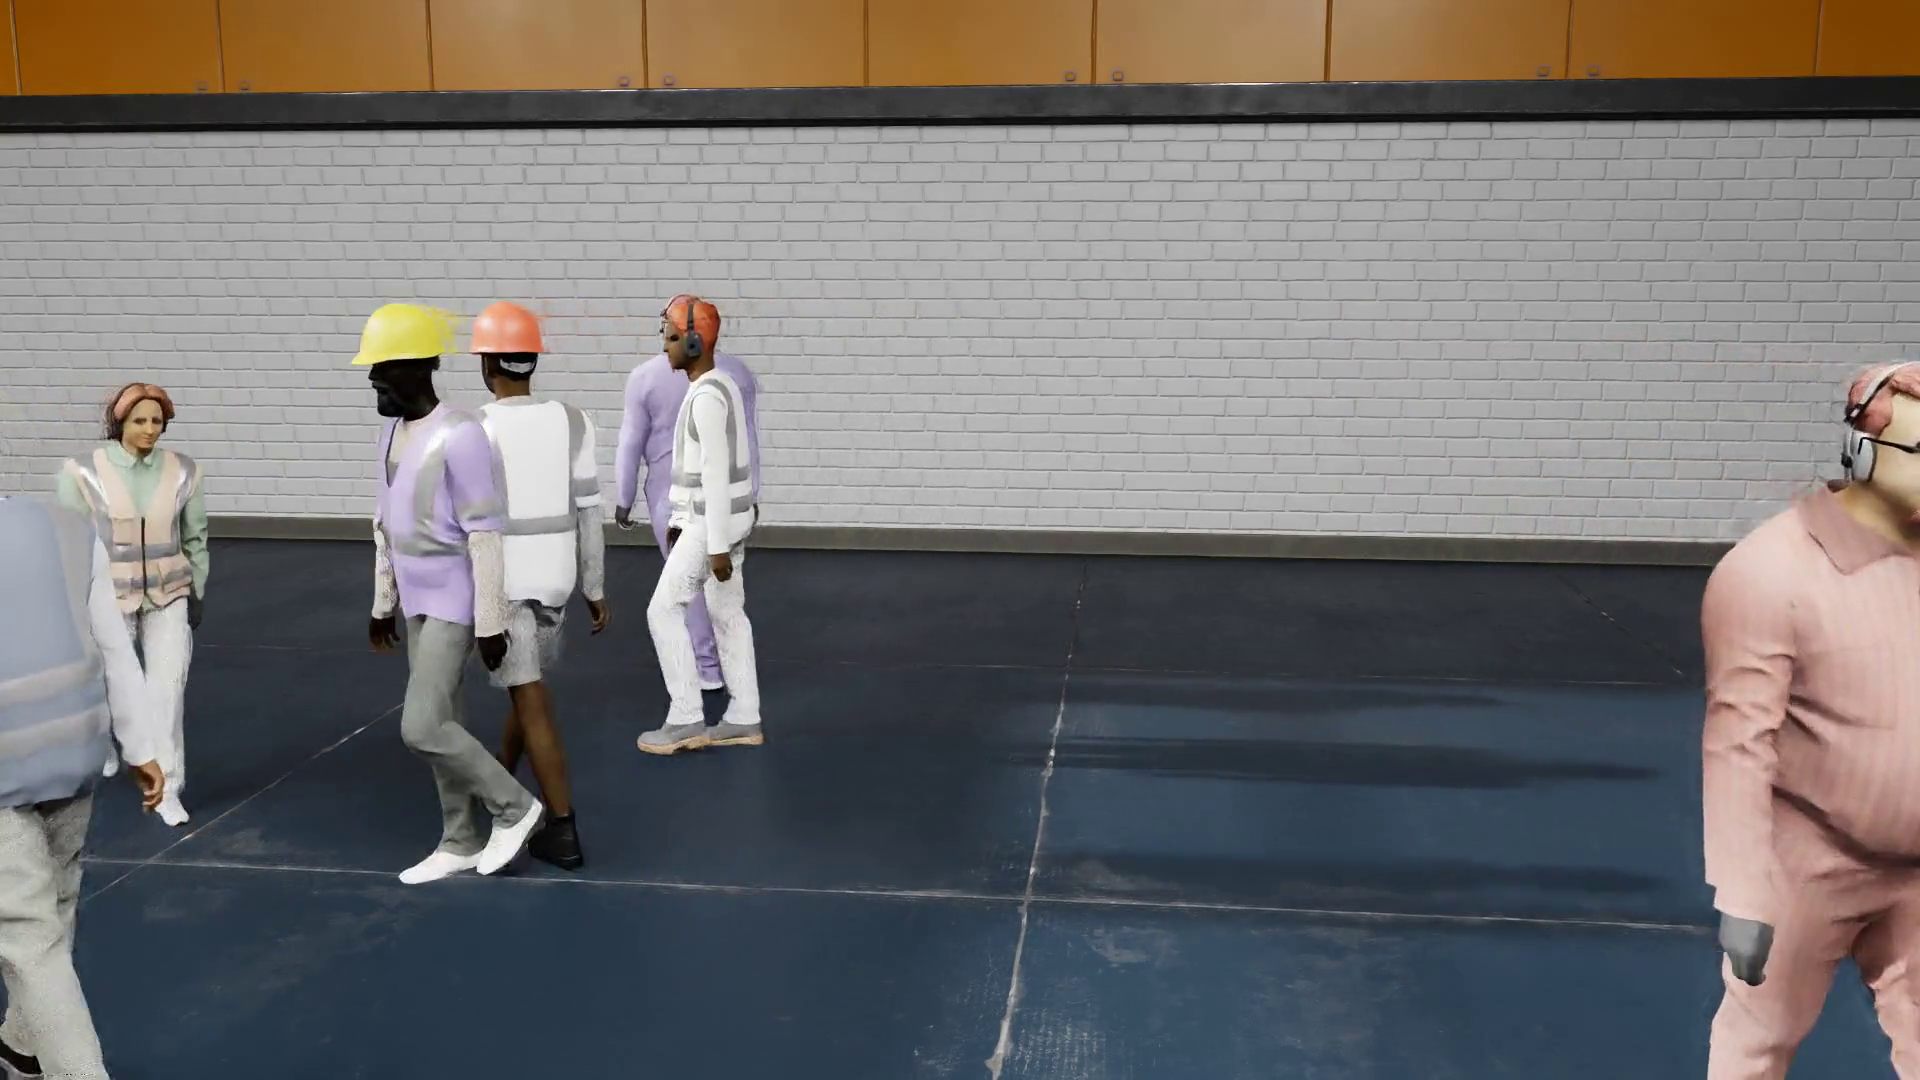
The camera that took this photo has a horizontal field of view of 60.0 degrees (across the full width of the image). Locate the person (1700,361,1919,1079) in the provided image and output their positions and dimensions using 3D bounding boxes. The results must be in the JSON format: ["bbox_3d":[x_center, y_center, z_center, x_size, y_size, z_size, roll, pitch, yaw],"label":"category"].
[{"bbox_3d":[1.700,0.622,3.025,0.681,1.864,0.927,-1,10,-6],"label":"person"}]

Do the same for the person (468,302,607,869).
[{"bbox_3d":[-1.578,0.134,5.768,0.569,1.888,0.957,-9,14,-43],"label":"person"}]

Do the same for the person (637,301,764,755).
[{"bbox_3d":[-1.113,-0.044,6.864,0.655,1.860,0.580,0,10,2],"label":"person"}]

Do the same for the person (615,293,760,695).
[{"bbox_3d":[-1.354,-0.242,7.998,0.673,1.855,0.960,-7,12,-35],"label":"person"}]

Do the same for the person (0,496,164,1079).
[{"bbox_3d":[-2.255,0.532,3.837,0.851,1.772,0.636,6,11,29],"label":"person"}]

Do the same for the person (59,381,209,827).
[{"bbox_3d":[-3.045,0.213,6.106,0.527,1.610,0.622,-8,13,-40],"label":"person"}]

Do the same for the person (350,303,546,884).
[{"bbox_3d":[-1.694,0.199,5.355,0.442,1.911,0.599,-8,13,-38],"label":"person"}]
